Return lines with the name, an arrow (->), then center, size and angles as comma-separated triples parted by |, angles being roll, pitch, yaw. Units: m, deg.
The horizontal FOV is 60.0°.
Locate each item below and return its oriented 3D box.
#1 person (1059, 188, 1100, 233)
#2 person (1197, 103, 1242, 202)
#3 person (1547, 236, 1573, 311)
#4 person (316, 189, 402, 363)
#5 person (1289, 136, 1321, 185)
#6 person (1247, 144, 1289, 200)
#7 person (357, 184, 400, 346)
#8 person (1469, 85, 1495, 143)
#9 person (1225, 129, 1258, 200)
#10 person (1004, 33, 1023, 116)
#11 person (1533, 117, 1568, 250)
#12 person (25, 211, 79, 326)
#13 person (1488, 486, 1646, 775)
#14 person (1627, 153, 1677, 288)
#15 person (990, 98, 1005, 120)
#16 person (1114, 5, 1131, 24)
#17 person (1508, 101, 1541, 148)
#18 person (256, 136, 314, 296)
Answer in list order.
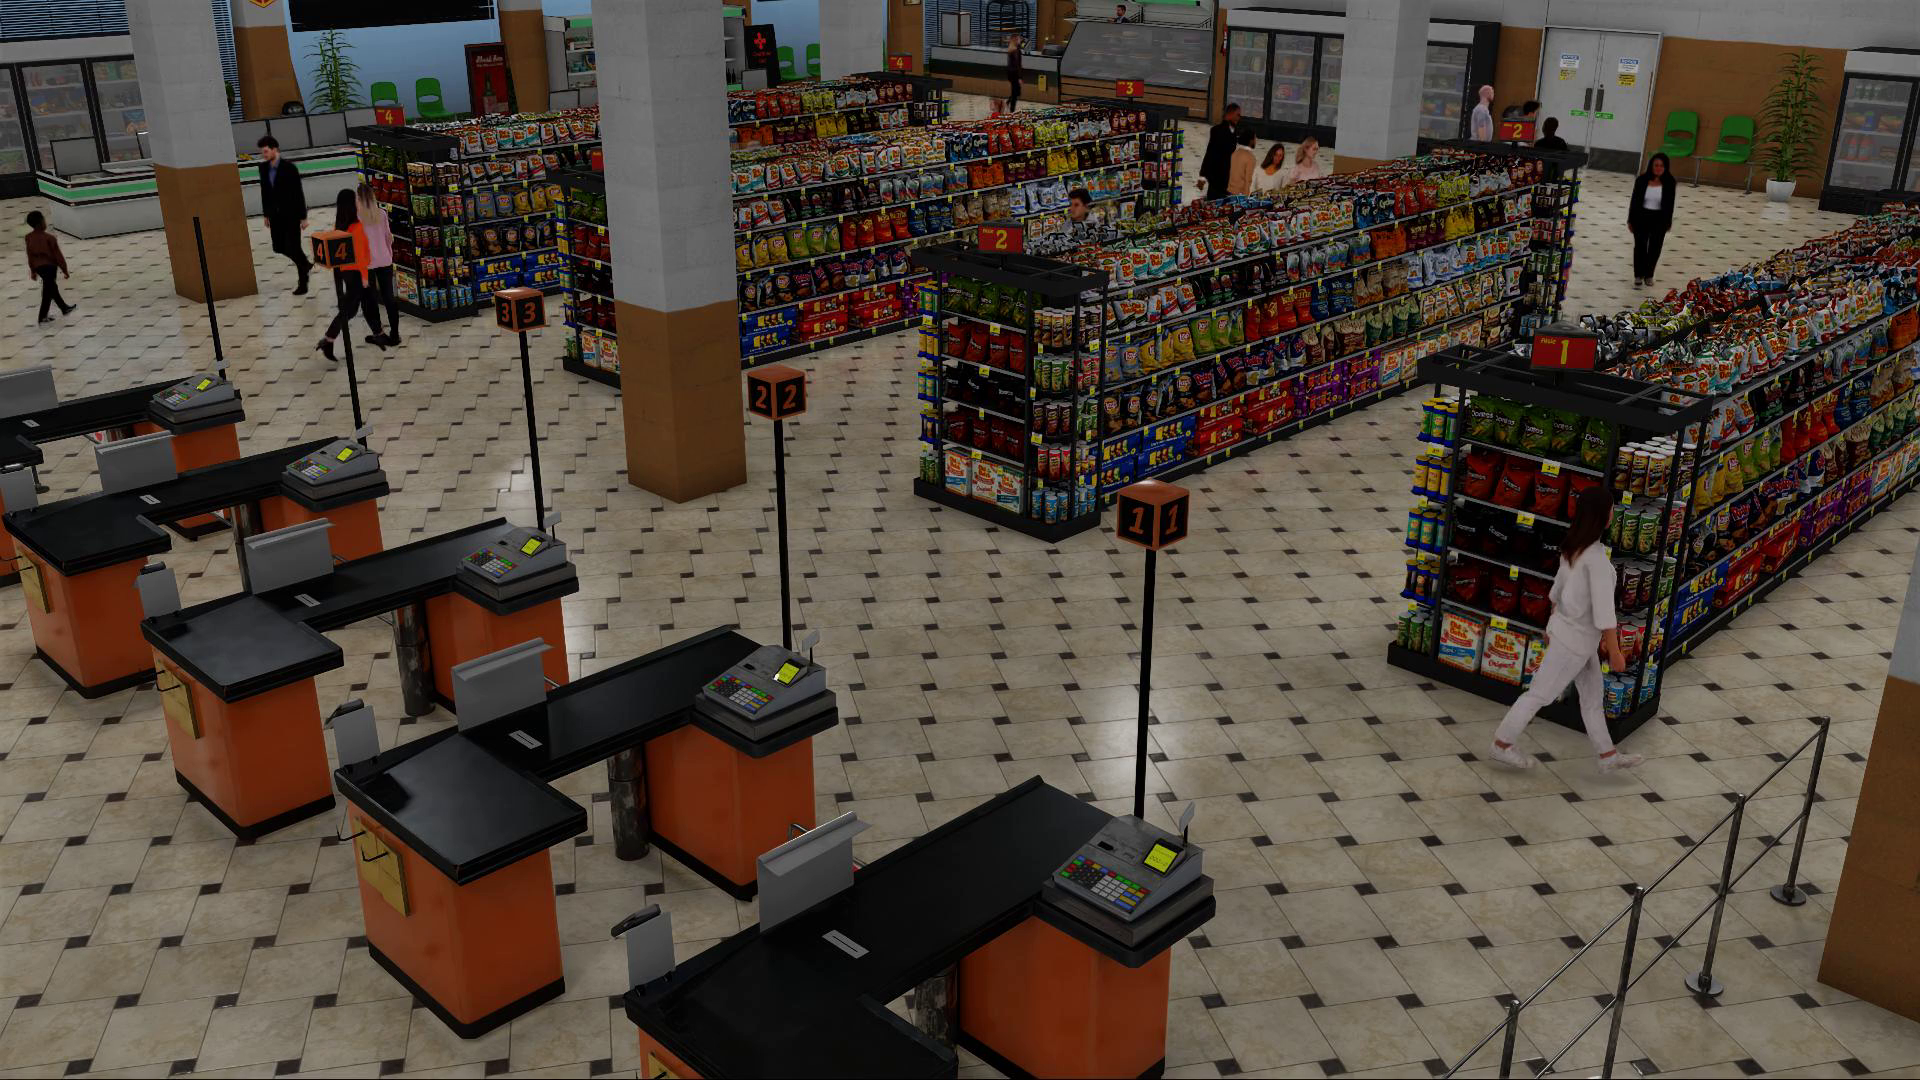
person -> 1.230, -2.451, 16.179 | 0.922, 1.870, 1.276 | 12, 25, 27
person -> 3.360, -4.842, 22.141 | 0.957, 1.861, 1.081 | 16, 27, 35
person -> 6.712, -2.984, 18.657 | 0.675, 1.011, 0.728 | 0, 22, -1
person -> -6.249, -2.662, 16.924 | 1.159, 1.706, 0.724 | -16, 27, -35
person -> 4.036, -3.896, 19.910 | 1.086, 1.769, 0.803 | -12, 25, -27
person -> 3.756, -3.998, 20.331 | 0.804, 1.645, 1.078 | 14, 26, 30
person -> -6.194, -2.922, 17.594 | 0.472, 1.688, 0.654 | -19, 29, -39
person -> 7.489, -5.702, 24.370 | 1.088, 1.796, 1.264 | 8, 23, 20
person -> 3.429, -4.235, 20.806 | 0.928, 1.730, 0.818 | -12, 25, -28
person -> 1.014, -9.350, 33.587 | 0.804, 1.692, 0.753 | -4, 22, -9
person -> 7.519, -4.475, 21.302 | 0.755, 1.805, 0.856 | -8, 23, -19
person -> -10.121, -2.974, 18.351 | 0.850, 1.222, 0.986 | 4, 22, 10
person -> 3.256, 0.539, 9.048 | 1.096, 1.638, 1.101 | 4, 22, 9
person -> 8.320, -3.868, 20.063 | 0.781, 1.604, 0.800 | 7, 23, 17
person -> 0.595, -6.600, 27.293 | 0.617, 1.282, 0.568 | -3, 22, -7
person -> 3.716, -11.424, 38.514 | 0.615, 1.868, 0.564 | 20, 30, 41
person -> 7.692, -5.185, 23.148 | 0.961, 1.747, 0.839 | -8, 23, -20
person -> -7.946, -3.855, 19.690 | 0.935, 1.857, 1.010 | 4, 22, 10
